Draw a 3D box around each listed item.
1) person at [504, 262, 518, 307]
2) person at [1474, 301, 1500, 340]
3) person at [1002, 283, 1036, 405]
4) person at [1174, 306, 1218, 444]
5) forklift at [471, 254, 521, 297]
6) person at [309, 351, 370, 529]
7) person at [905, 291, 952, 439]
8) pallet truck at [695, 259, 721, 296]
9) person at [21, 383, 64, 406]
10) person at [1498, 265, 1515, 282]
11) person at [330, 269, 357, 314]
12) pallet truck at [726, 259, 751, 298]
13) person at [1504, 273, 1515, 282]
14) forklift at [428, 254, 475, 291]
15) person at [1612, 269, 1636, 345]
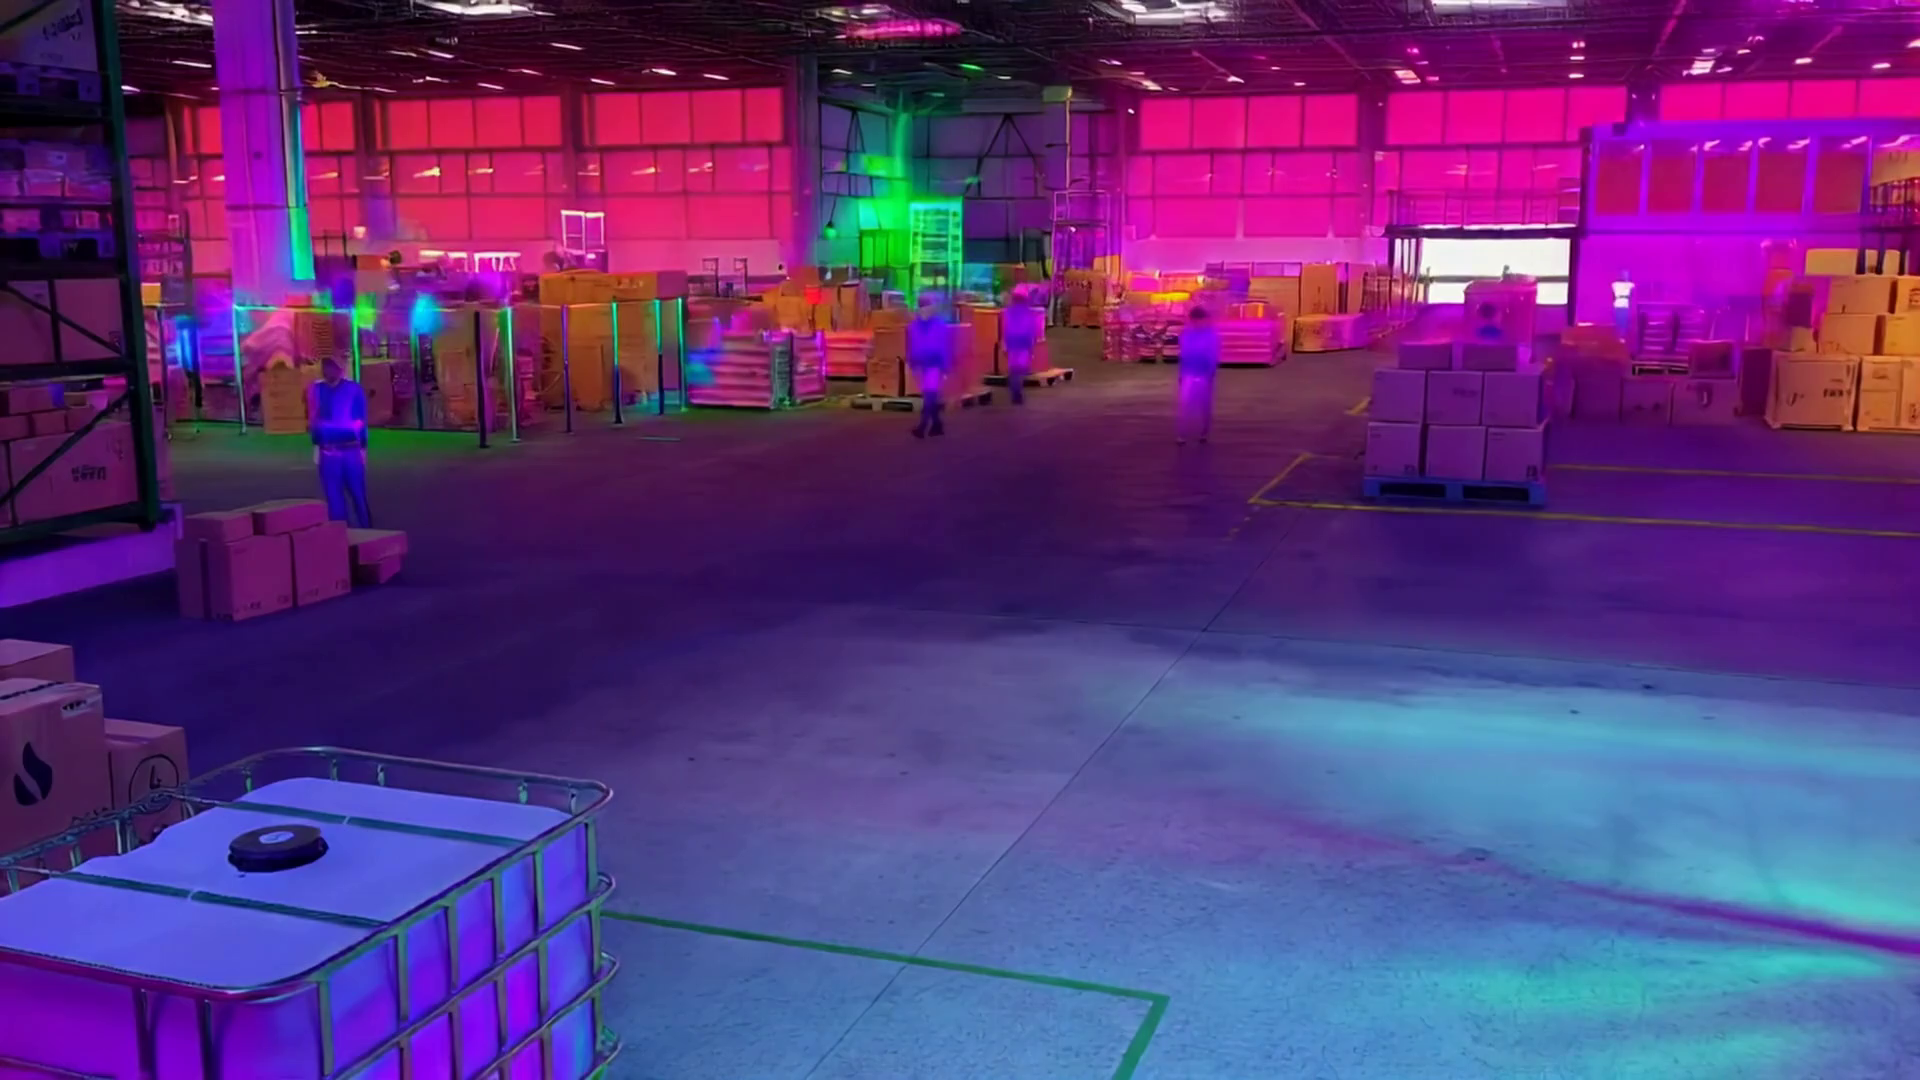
[{"bbox_3d":[-13.206,-7.109,48.581,0.602,2.016,0.756,-7,12,-35],"label":"person"},{"bbox_3d":[6.134,-1.865,19.496,0.448,1.851,0.586,8,13,38],"label":"person"},{"bbox_3d":[0.884,-3.032,25.857,0.553,1.922,0.729,4,11,20],"label":"person"},{"bbox_3d":[2.938,-2.038,20.755,0.544,1.736,0.794,5,11,27],"label":"person"},{"bbox_3d":[-17.990,-10.121,64.684,1.157,1.987,2.680,3,11,17],"label":"forklift"},{"bbox_3d":[-5.120,-0.742,13.741,0.522,1.639,0.309,2,10,11],"label":"person"},{"bbox_3d":[-0.460,-2.253,21.535,0.568,1.890,0.946,7,12,34],"label":"person"},{"bbox_3d":[-9.165,-9.627,62.776,0.823,1.965,1.885,4,11,23],"label":"pallet truck"},{"bbox_3d":[-11.377,-2.055,20.689,0.852,1.795,0.626,2,10,11],"label":"person"},{"bbox_3d":[18.104,-8.192,55.176,0.544,1.823,0.622,3,10,15],"label":"person"},{"bbox_3d":[-16.170,-6.124,43.383,0.905,1.868,0.679,5,11,26],"label":"person"},{"bbox_3d":[-7.986,-9.493,62.019,0.823,1.965,1.885,3,11,17],"label":"pallet truck"},{"bbox_3d":[11.597,-4.640,34.926,0.648,1.914,0.601,3,11,17],"label":"person"},{"bbox_3d":[-20.133,-10.254,65.465,1.157,1.987,2.680,3,11,19],"label":"forklift"},{"bbox_3d":[16.459,-5.766,41.327,0.595,1.899,0.558,7,12,36],"label":"person"}]
